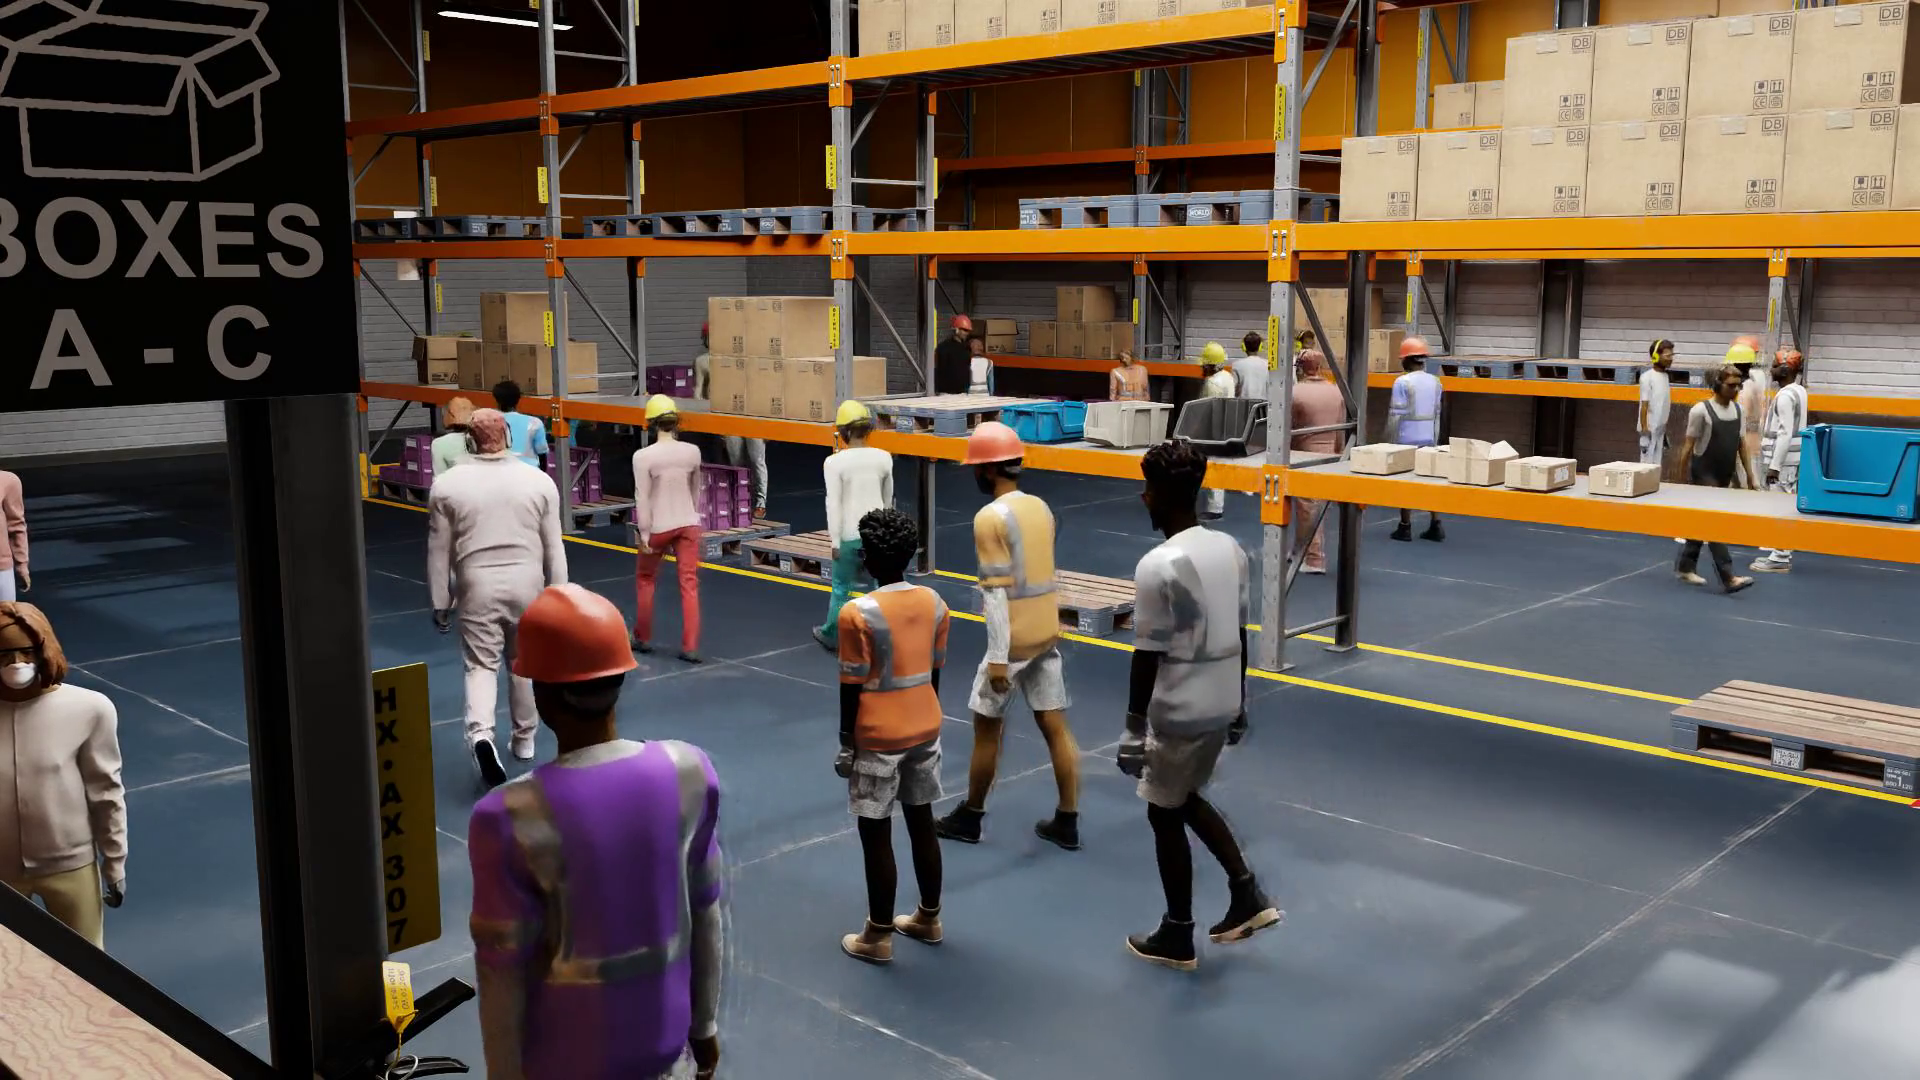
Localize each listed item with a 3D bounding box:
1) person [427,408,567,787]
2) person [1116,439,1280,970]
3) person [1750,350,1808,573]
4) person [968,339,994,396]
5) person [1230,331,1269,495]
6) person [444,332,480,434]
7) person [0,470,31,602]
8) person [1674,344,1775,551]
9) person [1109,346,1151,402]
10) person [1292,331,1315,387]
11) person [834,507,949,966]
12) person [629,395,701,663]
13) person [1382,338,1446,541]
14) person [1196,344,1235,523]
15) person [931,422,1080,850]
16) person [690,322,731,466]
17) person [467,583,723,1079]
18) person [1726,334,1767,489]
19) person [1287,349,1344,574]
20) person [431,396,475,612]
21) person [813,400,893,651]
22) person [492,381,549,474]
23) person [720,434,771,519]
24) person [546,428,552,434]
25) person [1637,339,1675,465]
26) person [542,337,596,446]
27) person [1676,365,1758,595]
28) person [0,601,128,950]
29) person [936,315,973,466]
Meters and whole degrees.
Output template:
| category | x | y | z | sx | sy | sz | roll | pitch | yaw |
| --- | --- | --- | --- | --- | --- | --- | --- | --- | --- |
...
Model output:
| category | x | y | z | sx | sy | sz | roll | pitch | yaw |
| --- | --- | --- | --- | --- | --- | --- | --- | --- | --- |
| person | -2.312 | 0.278 | 8.362 | 0.684 | 1.871 | 0.822 | -3 | 10 | -20 |
| person | 0.841 | 0.611 | 6.066 | 0.492 | 1.935 | 0.646 | 7 | 11 | 36 |
| person | 6.939 | -0.660 | 14.041 | 0.356 | 1.883 | 0.573 | 7 | 11 | 36 |
| person | 0.215 | -1.843 | 22.048 | 0.523 | 1.636 | 0.310 | -4 | 10 | -25 |
| person | 3.291 | -1.437 | 18.873 | 0.552 | 1.857 | 0.493 | 0 | 9 | -1 |
| person | -6.801 | -2.030 | 23.017 | 0.892 | 1.694 | 0.495 | -7 | 12 | -37 |
| person | -5.472 | 0.180 | 9.255 | 0.533 | 1.765 | 0.329 | -6 | 11 | -32 |
| person | 7.147 | -0.839 | 15.155 | 0.982 | 1.887 | 0.603 | 4 | 10 | 24 |
| person | 2.076 | -1.568 | 20.471 | 0.557 | 1.624 | 0.340 | -3 | 10 | -17 |
| person | 4.115 | -1.556 | 19.708 | 0.554 | 1.818 | 0.951 | -6 | 11 | -32 |
| person | -0.250 | 0.721 | 6.172 | 0.321 | 1.689 | 0.530 | 8 | 12 | 40 |
| person | -1.956 | -0.083 | 10.945 | 0.525 | 1.737 | 0.786 | -7 | 11 | -36 |
| person | 4.255 | -0.919 | 15.608 | 0.586 | 1.904 | 0.538 | -5 | 10 | -28 |
| person | 2.569 | -1.071 | 16.827 | 0.403 | 1.802 | 0.639 | 4 | 10 | 25 |
| person | 0.202 | 0.432 | 7.369 | 0.772 | 1.894 | 0.575 | 6 | 11 | 34 |
| person | -2.686 | -1.414 | 18.375 | 0.637 | 1.974 | 0.451 | -9 | 13 | -43 |
| person | -0.723 | 1.046 | 3.449 | 0.558 | 1.926 | 0.627 | -7 | 11 | -35 |
| person | 7.611 | -1.042 | 16.239 | 0.400 | 1.926 | 0.566 | 8 | 12 | 41 |
| person | 2.890 | -0.676 | 14.153 | 0.692 | 1.876 | 0.815 | -6 | 11 | -31 |
| person | -3.652 | -0.247 | 12.296 | 0.498 | 1.624 | 0.354 | -5 | 11 | -30 |
| person | -0.661 | -0.047 | 10.808 | 0.532 | 1.707 | 0.956 | -5 | 11 | -29 |
| person | -3.657 | -0.484 | 13.666 | 0.555 | 1.636 | 0.883 | -2 | 9 | -11 |
| person | -2.188 | -1.181 | 17.065 | 0.628 | 1.939 | 0.374 | 3 | 10 | 16 |
| person | -6.328 | -2.602 | 25.879 | 0.409 | 1.907 | 0.650 | -1 | 9 | -5 |
| person | 6.897 | -1.055 | 16.519 | 0.528 | 1.866 | 0.309 | -9 | 13 | -44 |
| person | -4.487 | -1.415 | 18.964 | 1.000 | 1.797 | 0.579 | 7 | 11 | 36 |
| person | 6.057 | -0.474 | 13.155 | 0.529 | 1.796 | 0.938 | -4 | 10 | -24 |
| person | -2.685 | 0.972 | 4.833 | 0.493 | 1.625 | 0.281 | -4 | 10 | -24 |
| person | -0.126 | -1.953 | 21.707 | 0.637 | 1.970 | 0.622 | -8 | 12 | -42 |
